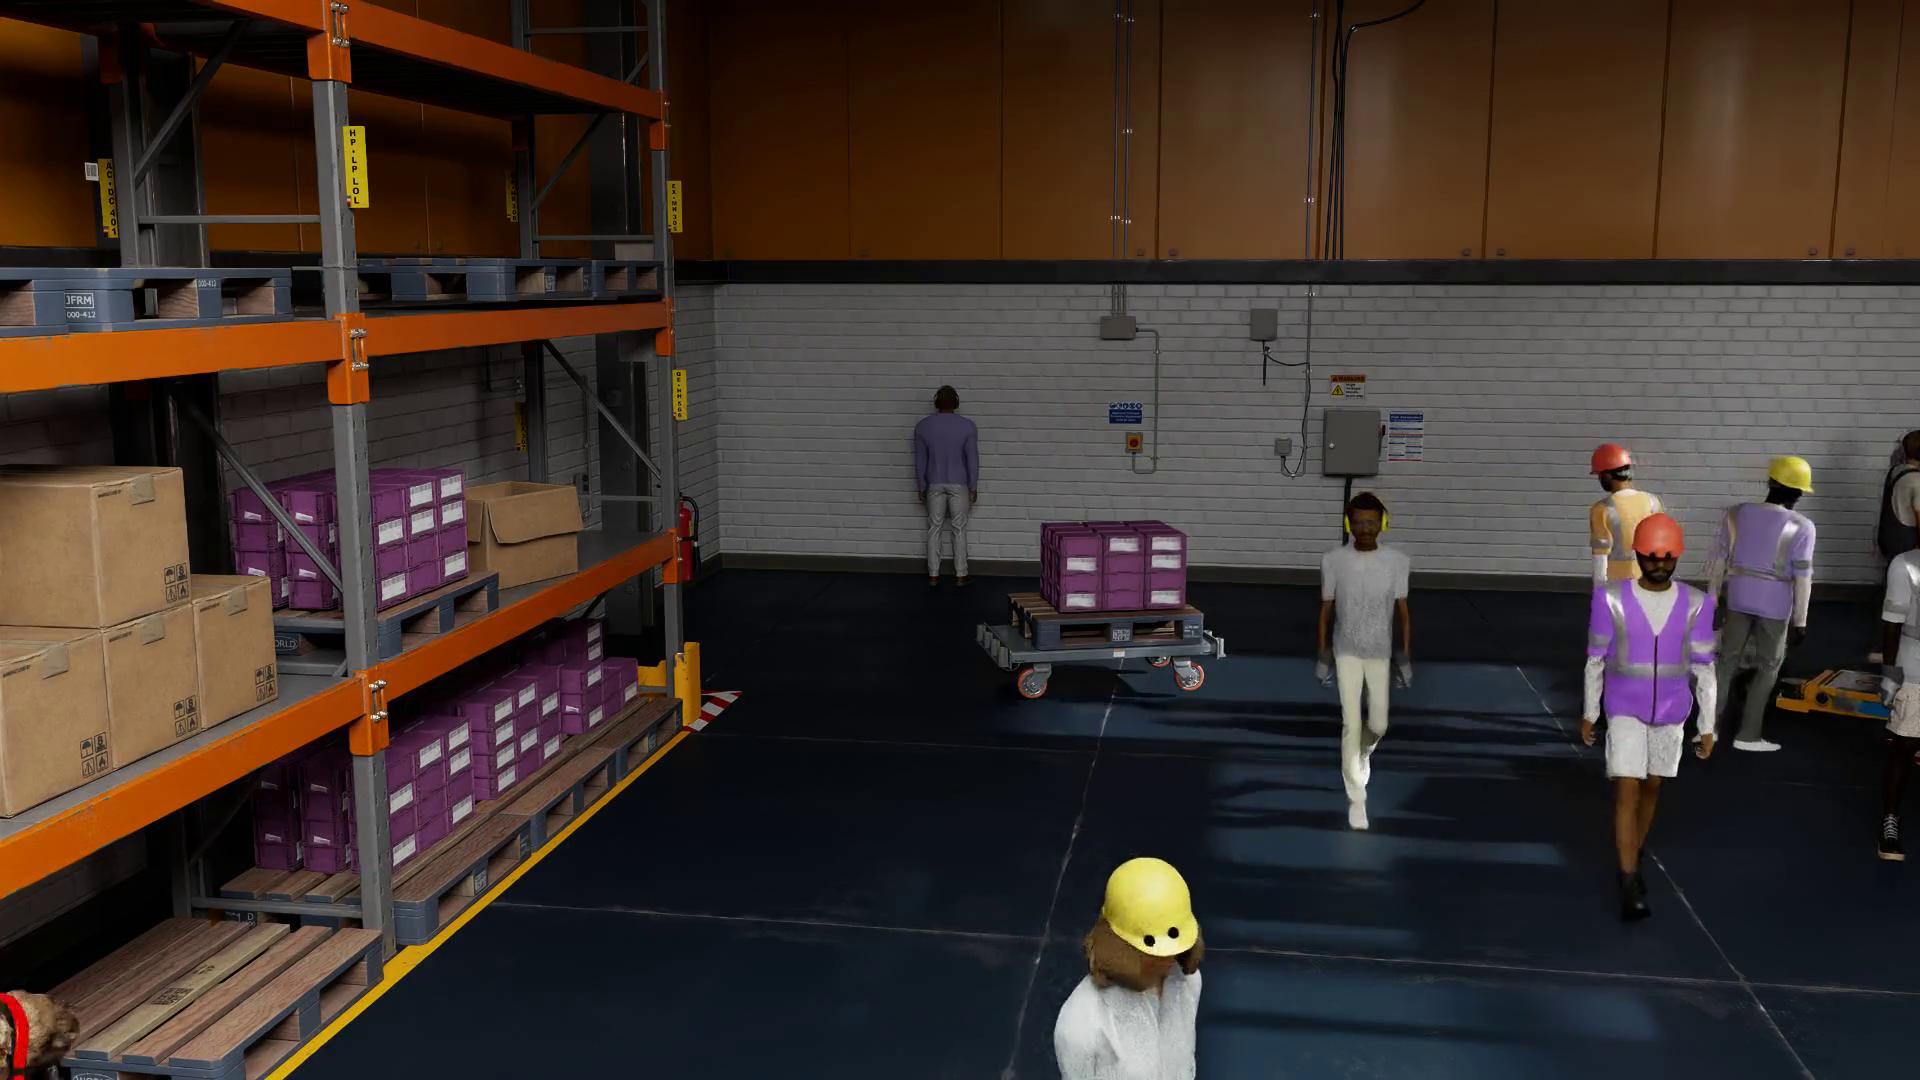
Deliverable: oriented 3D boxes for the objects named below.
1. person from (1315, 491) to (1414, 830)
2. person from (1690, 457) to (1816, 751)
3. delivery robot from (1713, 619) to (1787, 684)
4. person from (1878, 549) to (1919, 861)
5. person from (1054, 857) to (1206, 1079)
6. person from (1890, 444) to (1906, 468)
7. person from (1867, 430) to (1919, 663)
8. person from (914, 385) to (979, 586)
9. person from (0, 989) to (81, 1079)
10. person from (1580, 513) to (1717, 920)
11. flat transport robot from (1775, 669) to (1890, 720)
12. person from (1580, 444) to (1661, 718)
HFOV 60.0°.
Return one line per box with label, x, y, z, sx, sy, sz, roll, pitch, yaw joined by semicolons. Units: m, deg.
person;2.242;0.622;9.257;0.534;1.845;0.732;1;9;5
person;4.959;0.417;10.422;0.593;1.886;0.648;-7;12;-38
delivery robot;5.453;0.807;11.803;0.707;0.478;0.477;7;11;35
person;5.026;0.685;8.502;0.609;1.965;0.369;2;9;12
person;0.419;1.554;3.933;0.507;1.708;0.622;-8;12;-42
person;8.104;-0.148;13.894;0.660;1.894;0.410;7;12;38
person;7.365;0.065;12.764;0.709;1.819;0.533;1;9;7
person;-0.122;-0.520;16.016;0.630;1.940;0.372;2;9;11
person;-1.747;1.691;2.813;0.653;1.806;0.525;-2;9;-12
person;3.248;0.833;7.788;0.569;1.896;0.930;2;9;10
flat transport robot;6.358;1.090;11.216;1.431;0.197;0.652;7;12;38
person;4.436;0.320;10.989;0.581;1.895;0.826;-3;10;-16
